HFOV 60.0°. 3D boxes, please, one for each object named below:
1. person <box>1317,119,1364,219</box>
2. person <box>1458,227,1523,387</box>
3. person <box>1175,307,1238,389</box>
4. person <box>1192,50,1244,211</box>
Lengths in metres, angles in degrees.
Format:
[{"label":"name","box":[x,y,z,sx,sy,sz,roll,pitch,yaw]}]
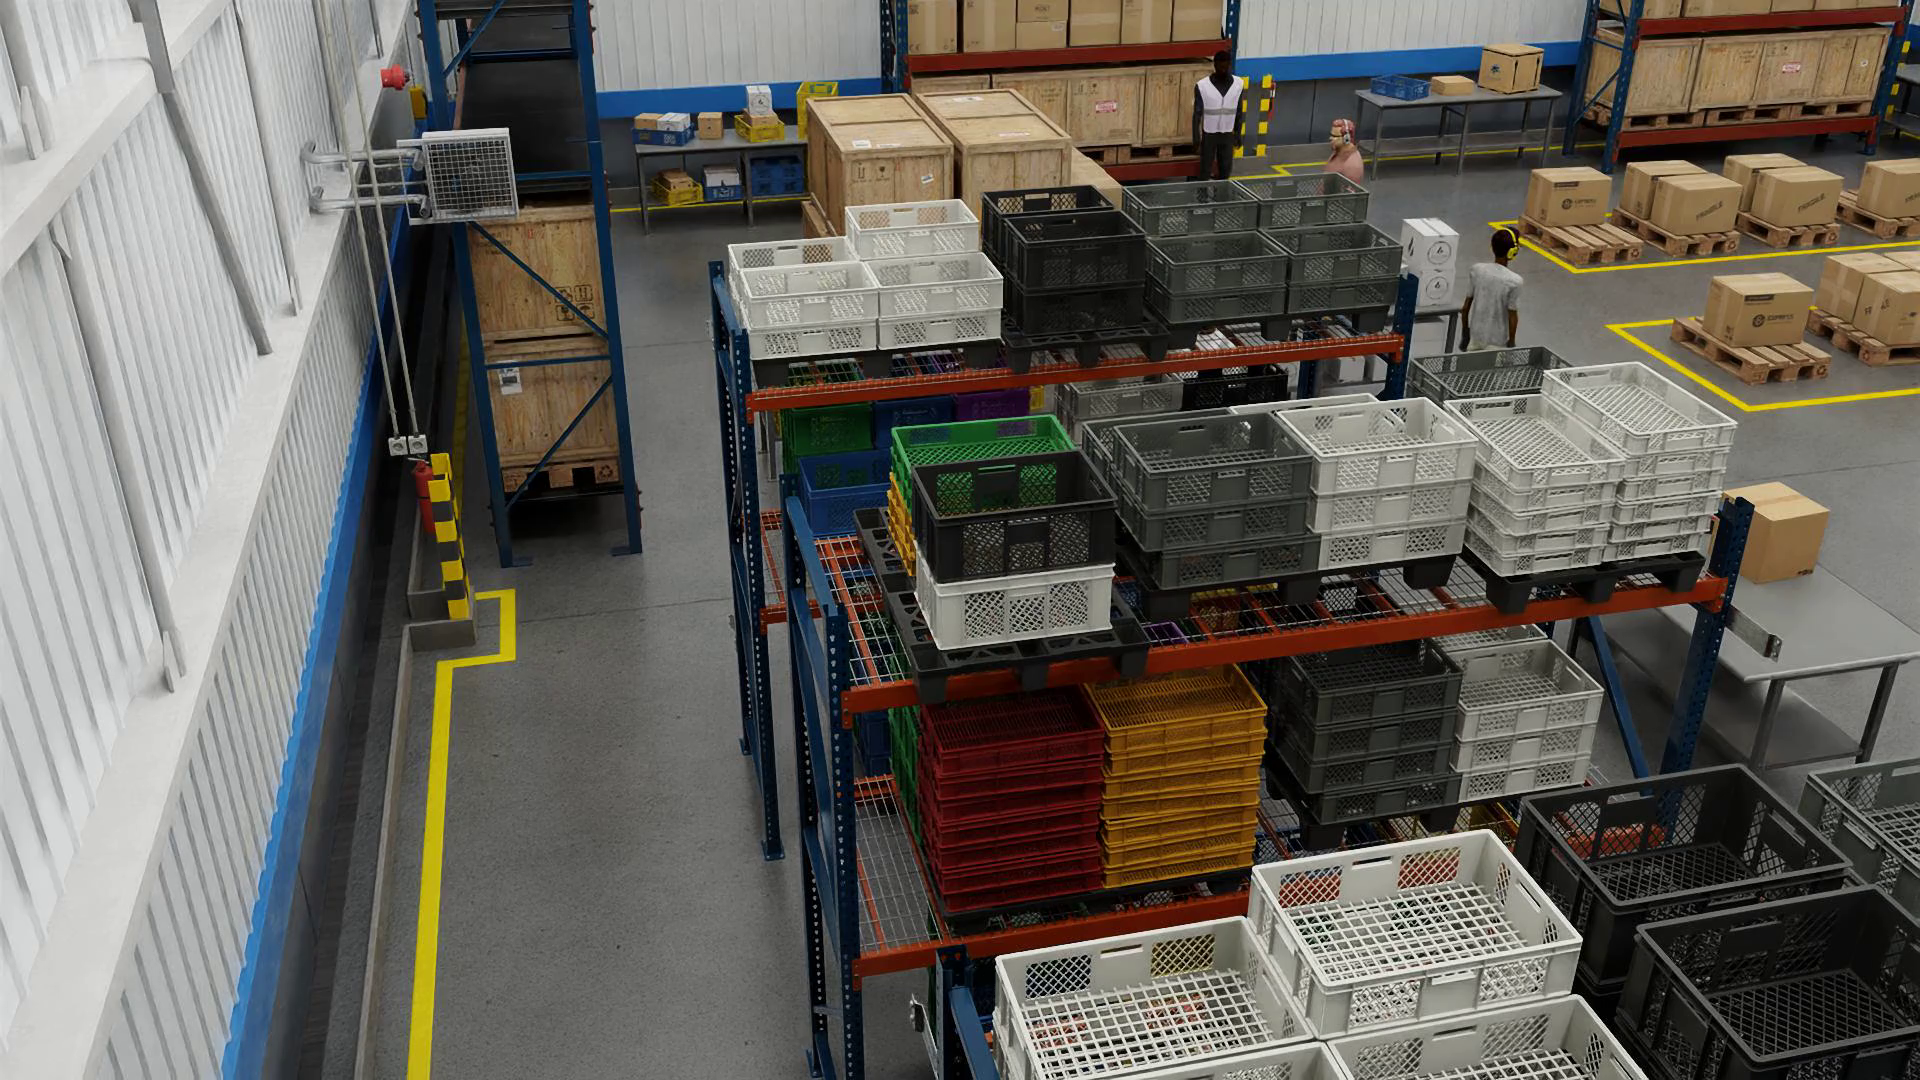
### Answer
[{"label":"person","box":[3.686,-3.176,16.318,0.400,1.900,0.648,0,28,1]},{"label":"person","box":[4.241,-1.598,13.346,0.336,1.873,0.521,-20,34,-33]},{"label":"person","box":[1.740,-0.922,12.061,0.569,1.880,0.356,25,36,38]},{"label":"person","box":[2.951,-4.675,19.150,0.598,1.907,0.407,-6,28,-11]}]
